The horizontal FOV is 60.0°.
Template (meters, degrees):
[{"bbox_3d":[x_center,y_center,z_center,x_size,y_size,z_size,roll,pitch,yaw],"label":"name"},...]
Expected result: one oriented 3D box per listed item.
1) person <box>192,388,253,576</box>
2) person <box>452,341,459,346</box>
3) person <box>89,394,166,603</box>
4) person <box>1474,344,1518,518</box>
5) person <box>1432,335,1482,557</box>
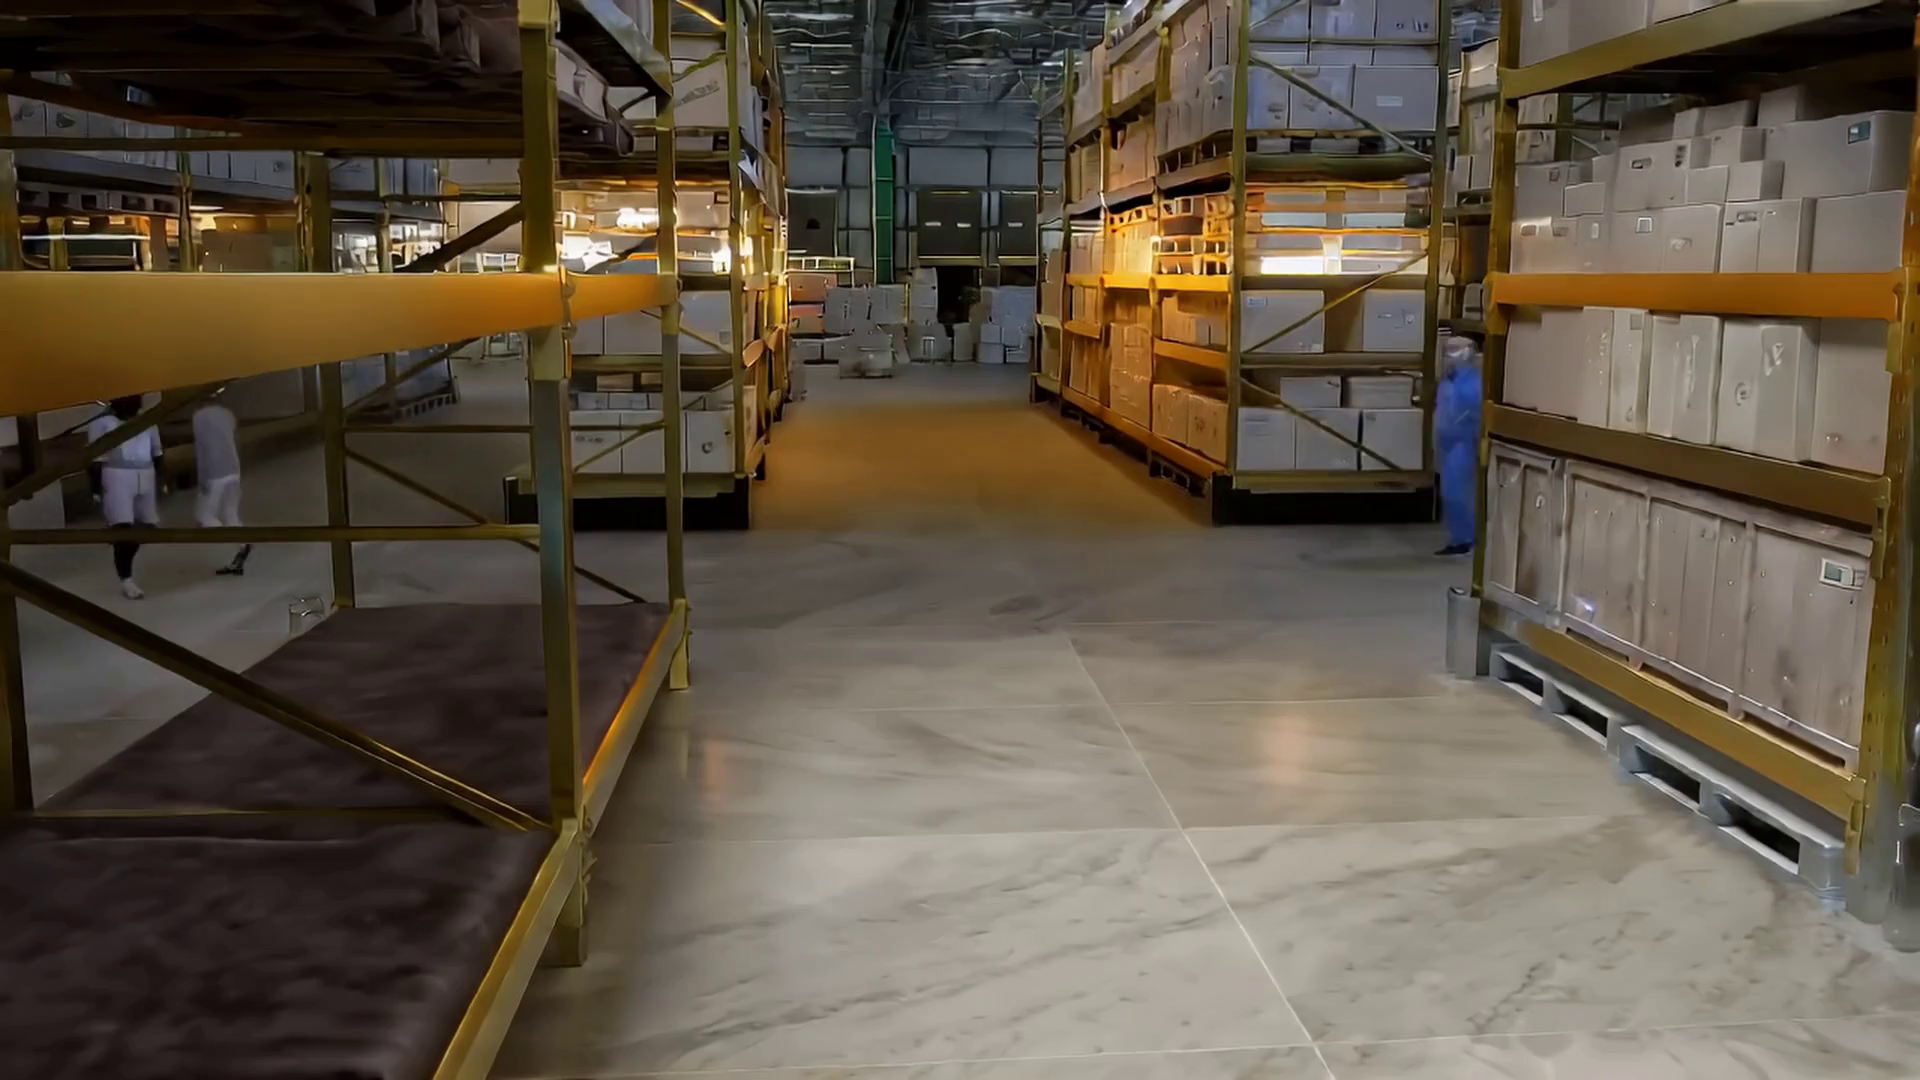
[{"bbox_3d":[-5.850,-0.489,13.153,0.393,1.614,0.529,2,9,10],"label":"person"},{"bbox_3d":[-16.966,-7.464,55.946,0.371,1.941,0.627,-5,10,-26],"label":"person"},{"bbox_3d":[-6.236,-0.395,12.398,0.657,1.673,0.546,6,11,35],"label":"person"},{"bbox_3d":[5.127,-0.954,15.532,0.988,1.792,0.642,-5,10,-27],"label":"person"},{"bbox_3d":[4.191,-0.780,14.104,0.431,1.894,0.675,-2,9,-14],"label":"person"}]
